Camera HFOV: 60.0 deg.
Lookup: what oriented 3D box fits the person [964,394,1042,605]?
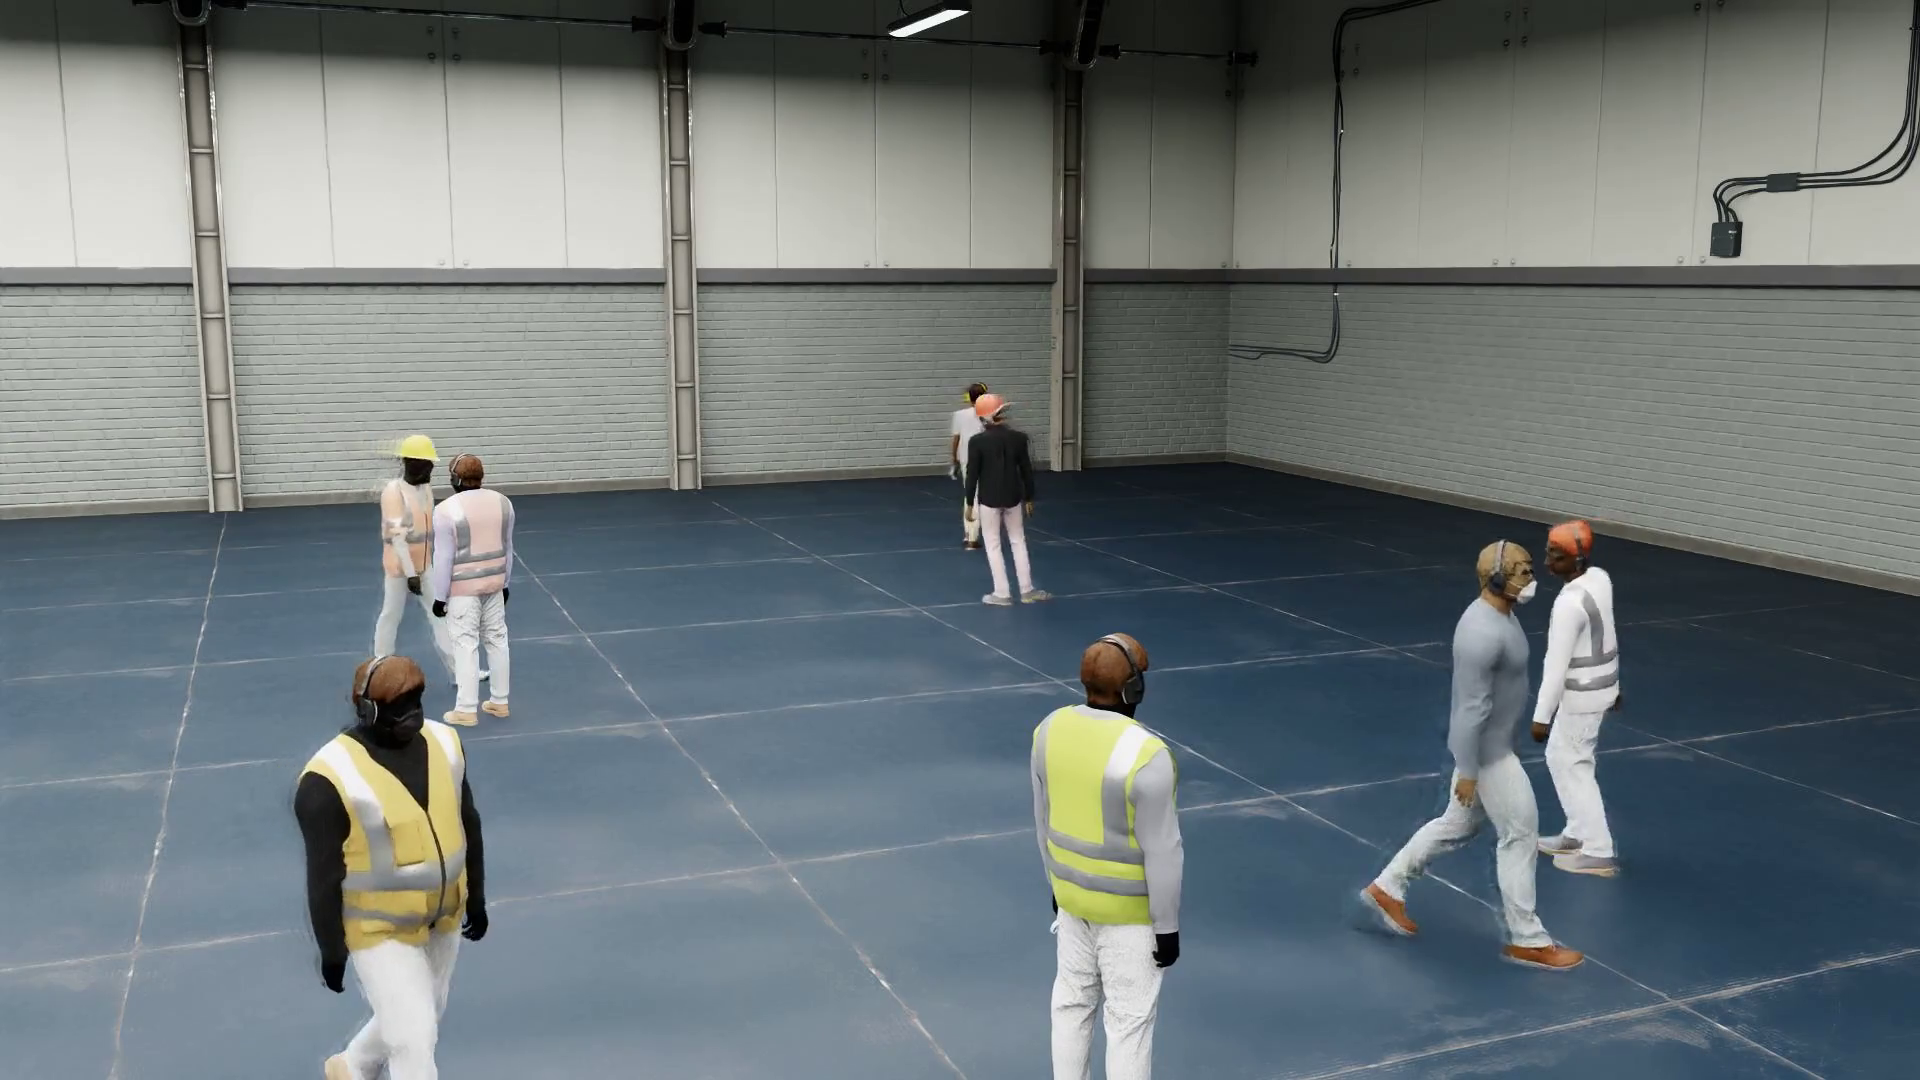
[{"bbox_3d":[0.403,-0.365,15.318,0.766,1.958,0.370,-4,10,-22],"label":"person"}]

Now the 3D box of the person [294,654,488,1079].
[{"bbox_3d":[-1.916,1.252,5.600,0.856,1.817,0.631,6,11,31],"label":"person"}]

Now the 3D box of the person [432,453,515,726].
[{"bbox_3d":[-3.309,0.332,11.260,0.429,1.845,0.622,7,11,36],"label":"person"}]

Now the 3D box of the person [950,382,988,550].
[{"bbox_3d":[0.186,-0.825,18.493,0.549,1.849,0.566,4,10,24],"label":"person"}]

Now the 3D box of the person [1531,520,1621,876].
[{"bbox_3d":[3.087,0.797,8.336,0.492,1.835,0.659,5,11,31],"label":"person"}]

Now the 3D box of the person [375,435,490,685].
[{"bbox_3d":[-3.883,0.189,12.038,1.003,1.872,0.600,3,10,18],"label":"person"}]

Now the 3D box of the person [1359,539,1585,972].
[{"bbox_3d":[2.271,0.922,7.374,0.959,1.908,0.640,4,10,22],"label":"person"}]

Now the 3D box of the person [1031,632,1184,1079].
[{"bbox_3d":[0.525,1.223,5.653,0.429,1.846,0.627,-7,12,-39],"label":"person"}]
